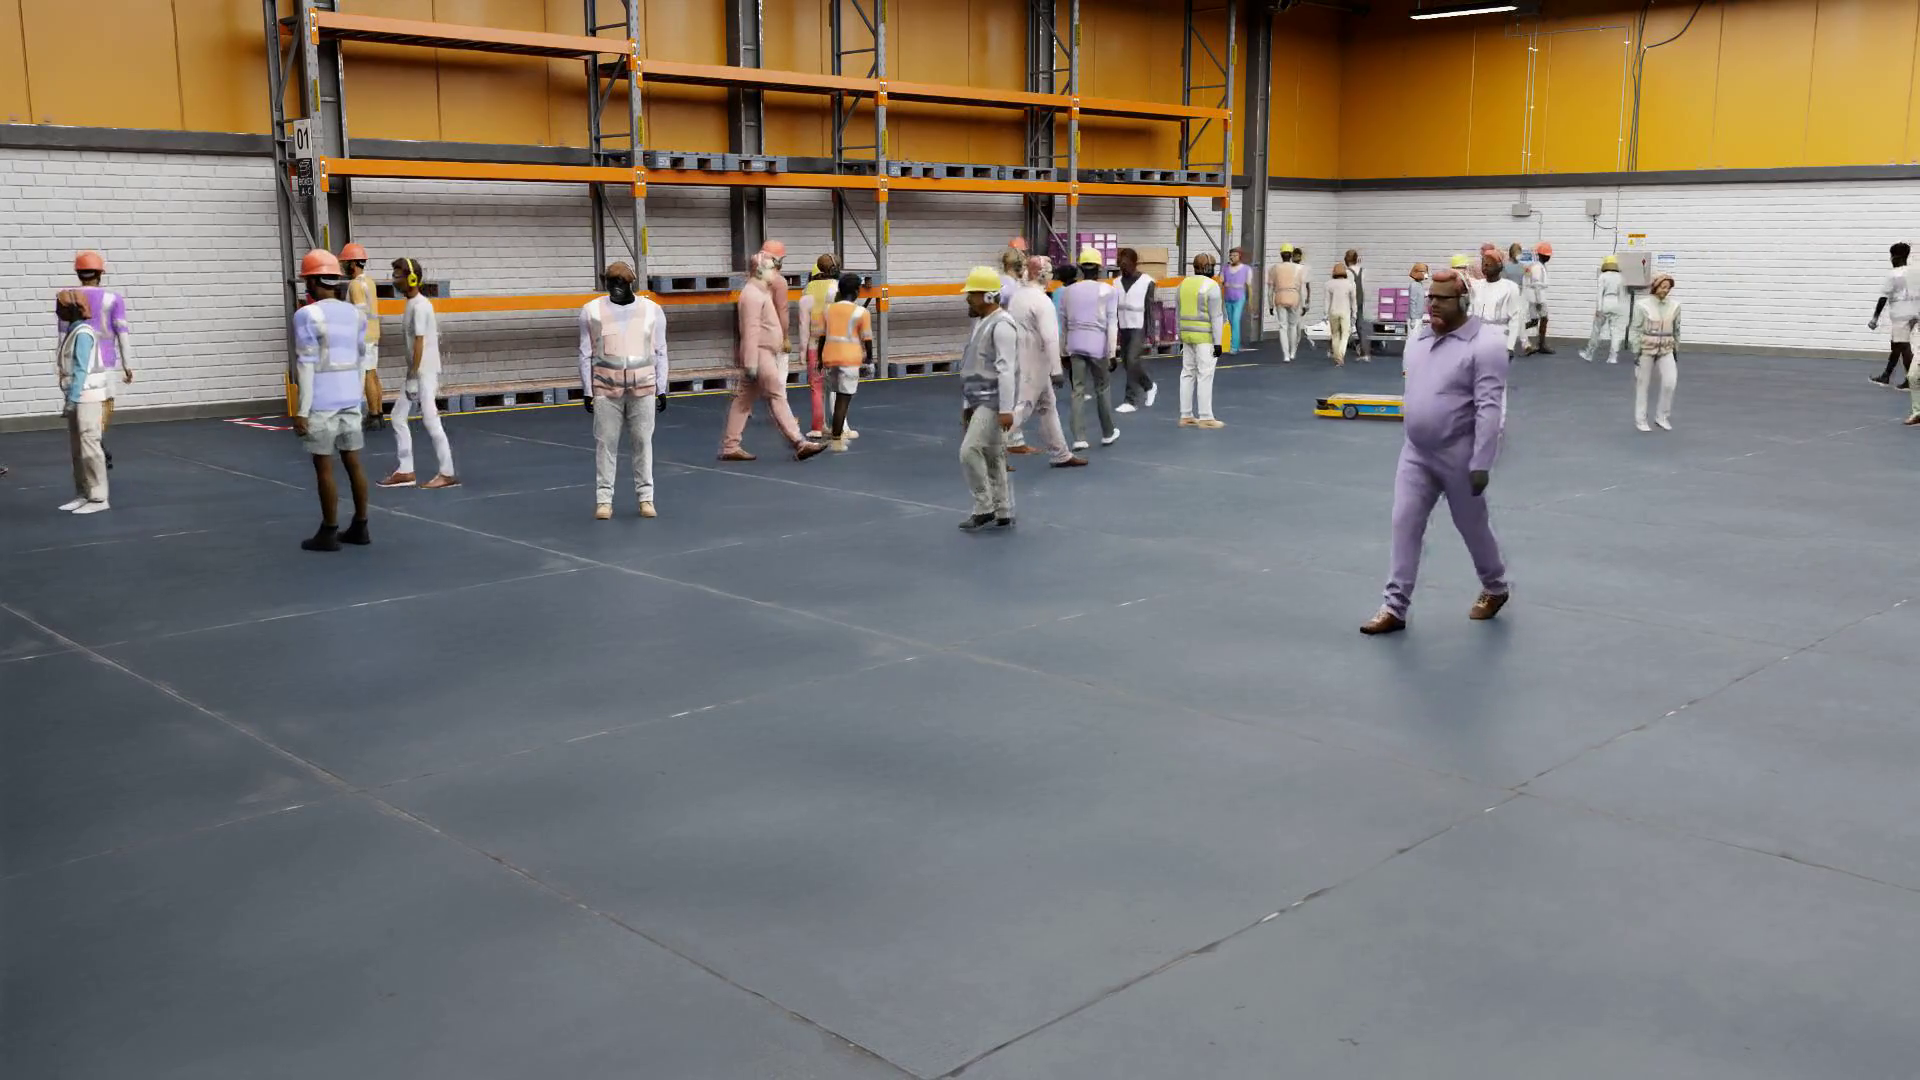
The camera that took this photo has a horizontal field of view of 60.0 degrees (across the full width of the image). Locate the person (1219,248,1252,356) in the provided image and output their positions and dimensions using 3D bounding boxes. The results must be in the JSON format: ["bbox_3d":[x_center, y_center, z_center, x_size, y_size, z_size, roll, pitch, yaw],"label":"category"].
[{"bbox_3d":[4.550,-3.976,27.884,0.573,1.802,0.895,8,13,39],"label":"person"}]

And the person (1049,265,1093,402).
[{"bbox_3d":[1.232,-2.496,20.160,0.642,1.664,0.552,-4,11,-21],"label":"person"}]

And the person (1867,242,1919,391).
[{"bbox_3d":[12.271,-2.926,21.851,0.615,1.906,0.916,-5,11,-25],"label":"person"}]

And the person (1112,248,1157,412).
[{"bbox_3d":[2.049,-2.442,19.305,0.624,1.883,0.843,10,14,43],"label":"person"}]

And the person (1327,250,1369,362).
[{"bbox_3d":[6.277,-3.749,26.687,0.505,1.796,0.991,-4,11,-22],"label":"person"}]

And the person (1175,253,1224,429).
[{"bbox_3d":[2.546,-2.097,17.530,0.429,1.839,0.634,-7,13,-34],"label":"person"}]

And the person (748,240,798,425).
[{"bbox_3d":[-2.042,-2.201,17.730,0.566,1.981,0.620,-8,13,-38],"label":"person"}]

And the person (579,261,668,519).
[{"bbox_3d":[-2.399,-1.066,11.917,0.624,1.838,0.430,-2,11,-13],"label":"person"}]

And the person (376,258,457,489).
[{"bbox_3d":[-4.393,-1.304,13.217,0.753,1.840,0.541,-5,12,-26],"label":"person"}]

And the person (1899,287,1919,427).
[{"bbox_3d":[10.186,-2.061,17.354,0.582,1.829,0.533,-3,11,-14],"label":"person"}]

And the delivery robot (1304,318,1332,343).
[{"bbox_3d":[6.472,-3.699,29.516,0.707,0.478,0.477,2,11,11],"label":"delivery robot"}]

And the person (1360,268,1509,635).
[{"bbox_3d":[2.524,-0.462,8.558,0.993,1.863,0.652,-7,13,-35],"label":"person"}]

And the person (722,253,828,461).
[{"bbox_3d":[-1.698,-1.620,14.864,0.971,1.852,0.672,-1,10,-8],"label":"person"}]

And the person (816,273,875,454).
[{"bbox_3d":[-1.038,-1.653,15.554,0.547,1.664,0.682,6,12,30],"label":"person"}]

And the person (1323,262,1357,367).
[{"bbox_3d":[5.849,-3.468,25.620,0.531,1.605,0.694,3,11,16],"label":"person"}]

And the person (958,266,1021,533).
[{"bbox_3d":[0.127,-0.939,11.286,0.566,1.810,0.618,-2,11,-13],"label":"person"}]

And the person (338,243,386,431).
[{"bbox_3d":[-6.206,-2.089,17.219,0.376,1.935,0.550,-1,10,-5],"label":"person"}]

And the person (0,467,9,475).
[{"bbox_3d":[-8.357,-1.238,13.547,0.888,1.581,0.506,-1,10,-5],"label":"person"}]

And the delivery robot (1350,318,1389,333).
[{"bbox_3d":[7.210,-3.679,29.404,0.707,0.478,0.477,-1,10,-4],"label":"delivery robot"}]

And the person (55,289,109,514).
[{"bbox_3d":[-6.418,-1.004,12.136,0.359,1.636,0.527,-8,13,-36],"label":"person"}]

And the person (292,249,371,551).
[{"bbox_3d":[-4.063,-0.896,10.715,0.364,1.938,0.546,5,12,26],"label":"person"}]

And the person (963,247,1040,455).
[{"bbox_3d":[0.401,-1.722,15.284,0.588,1.917,0.661,-2,11,-11],"label":"person"}]

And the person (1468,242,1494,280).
[{"bbox_3d":[8.989,-4.119,28.390,0.692,1.896,0.415,1,10,7],"label":"person"}]

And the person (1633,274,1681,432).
[{"bbox_3d":[7.155,-1.908,17.097,0.532,1.622,0.488,0,10,0],"label":"person"}]

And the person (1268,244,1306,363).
[{"bbox_3d":[5.231,-3.790,26.654,0.606,1.870,0.974,2,11,9],"label":"person"}]

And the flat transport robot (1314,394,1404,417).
[{"bbox_3d":[4.711,-1.486,18.479,1.431,0.197,0.652,4,11,21],"label":"flat transport robot"}]

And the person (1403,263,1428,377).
[{"bbox_3d":[6.536,-3.146,23.813,0.282,1.631,0.504,6,12,29],"label":"person"}]

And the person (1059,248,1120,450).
[{"bbox_3d":[1.250,-1.817,15.837,0.613,1.893,0.799,4,11,22],"label":"person"}]

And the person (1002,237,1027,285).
[{"bbox_3d":[0.854,-3.363,24.023,1.032,1.999,0.624,-10,14,-44],"label":"person"}]

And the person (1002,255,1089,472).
[{"bbox_3d":[0.633,-1.506,14.277,1.003,1.857,0.664,-3,11,-17],"label":"person"}]

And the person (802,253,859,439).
[{"bbox_3d":[-1.285,-1.927,16.592,0.625,1.846,0.429,9,14,41],"label":"person"}]

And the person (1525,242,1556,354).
[{"bbox_3d":[9.803,-4.124,28.410,0.763,1.908,0.545,7,13,34],"label":"person"}]

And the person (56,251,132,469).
[{"bbox_3d":[-7.589,-1.575,14.535,0.555,1.897,0.854,-2,11,-9],"label":"person"}]

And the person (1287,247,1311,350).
[{"bbox_3d":[5.849,-4.188,28.996,0.564,1.817,0.965,3,11,15],"label":"person"}]

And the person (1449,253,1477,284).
[{"bbox_3d":[6.330,-2.726,21.074,0.602,1.809,0.787,-1,10,-4],"label":"person"}]

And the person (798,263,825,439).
[{"bbox_3d":[-1.371,-1.895,16.629,0.533,1.767,0.327,-5,11,-25],"label":"person"}]

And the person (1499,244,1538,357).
[{"bbox_3d":[9.237,-4.012,27.871,0.620,1.874,1.072,-5,11,-23],"label":"person"}]

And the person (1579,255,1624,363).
[{"bbox_3d":[10.309,-3.687,26.568,0.503,1.691,0.876,-2,11,-11],"label":"person"}]

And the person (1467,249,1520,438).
[{"bbox_3d":[5.294,-1.953,16.635,0.338,1.876,0.583,-8,13,-36],"label":"person"}]
